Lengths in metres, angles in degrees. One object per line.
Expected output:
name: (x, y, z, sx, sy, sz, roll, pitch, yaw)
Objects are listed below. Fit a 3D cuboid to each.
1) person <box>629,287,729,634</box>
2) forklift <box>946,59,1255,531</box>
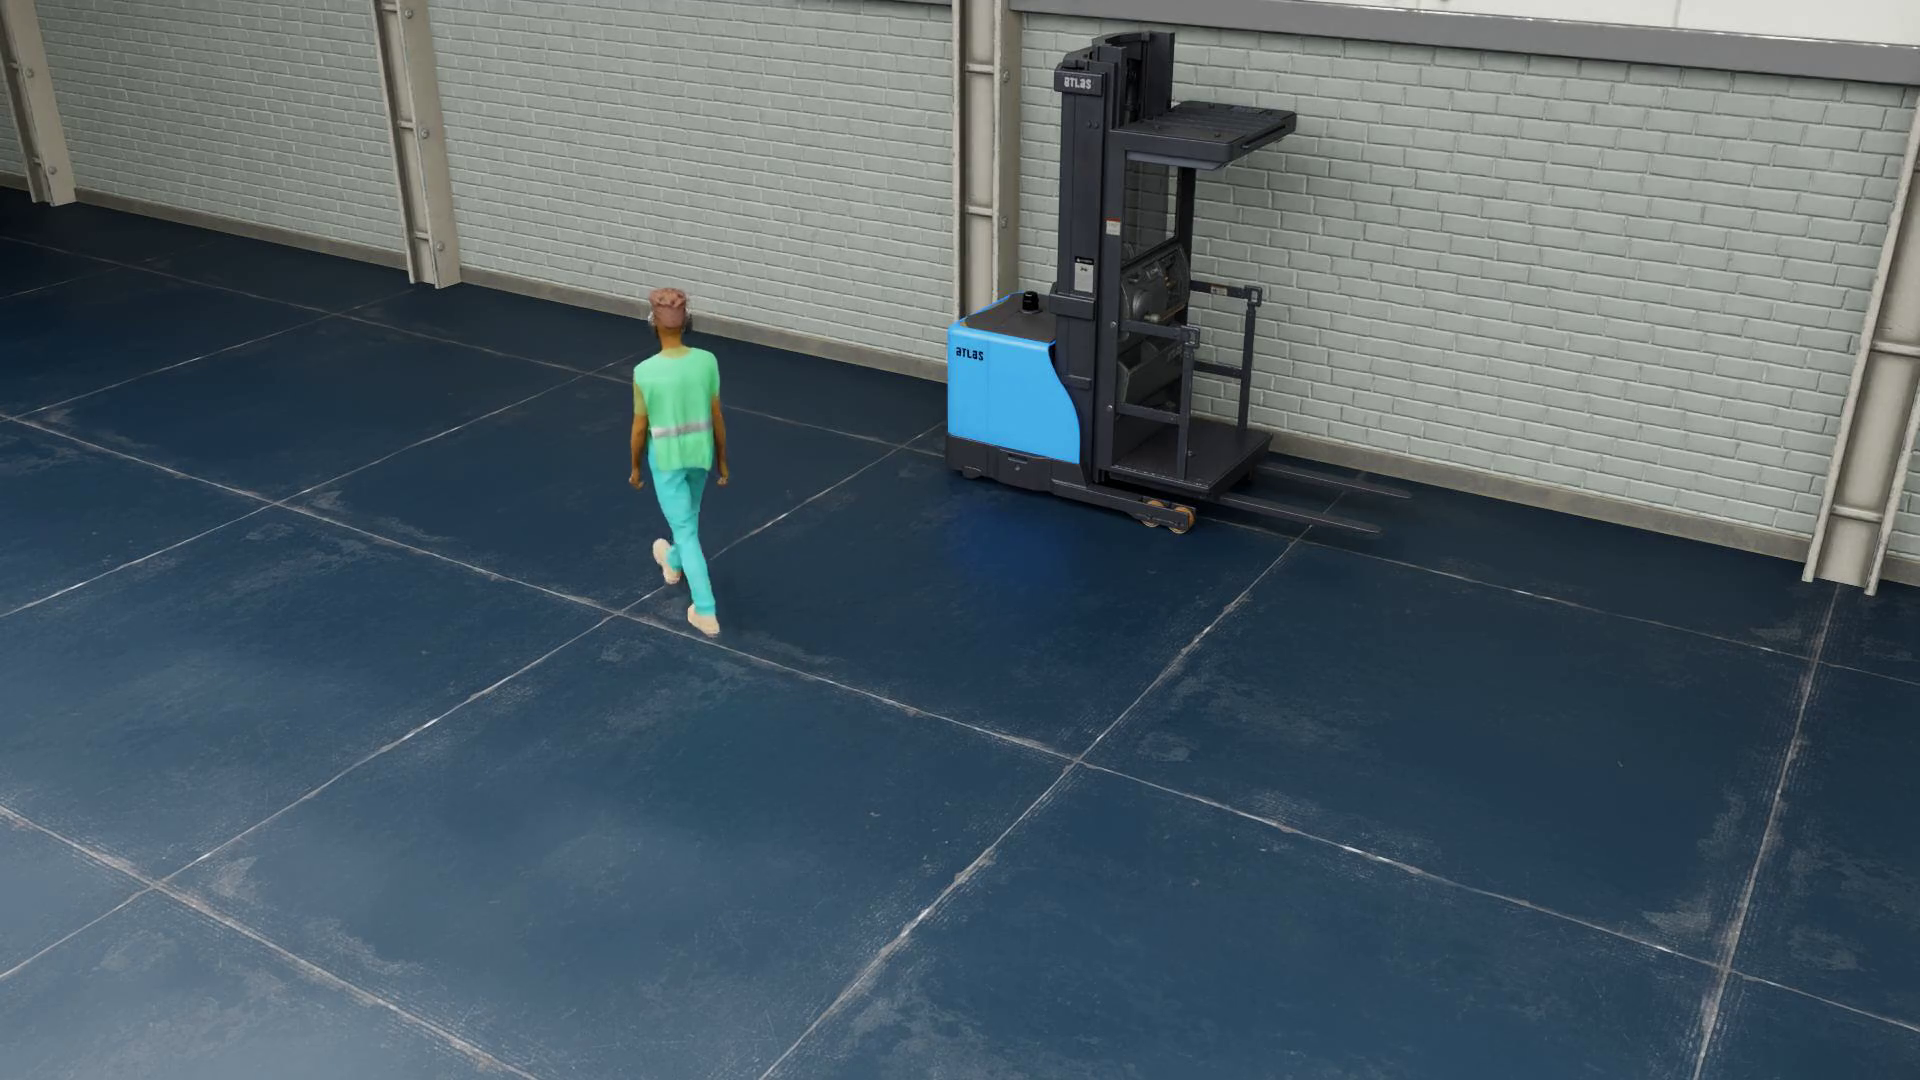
person: (-1.622, -0.488, 9.349, 0.512, 1.928, 0.981, -16, 30, -31)
forklift: (0.933, -1.707, 10.833, 1.873, 2.768, 1.129, 15, 29, 28)
